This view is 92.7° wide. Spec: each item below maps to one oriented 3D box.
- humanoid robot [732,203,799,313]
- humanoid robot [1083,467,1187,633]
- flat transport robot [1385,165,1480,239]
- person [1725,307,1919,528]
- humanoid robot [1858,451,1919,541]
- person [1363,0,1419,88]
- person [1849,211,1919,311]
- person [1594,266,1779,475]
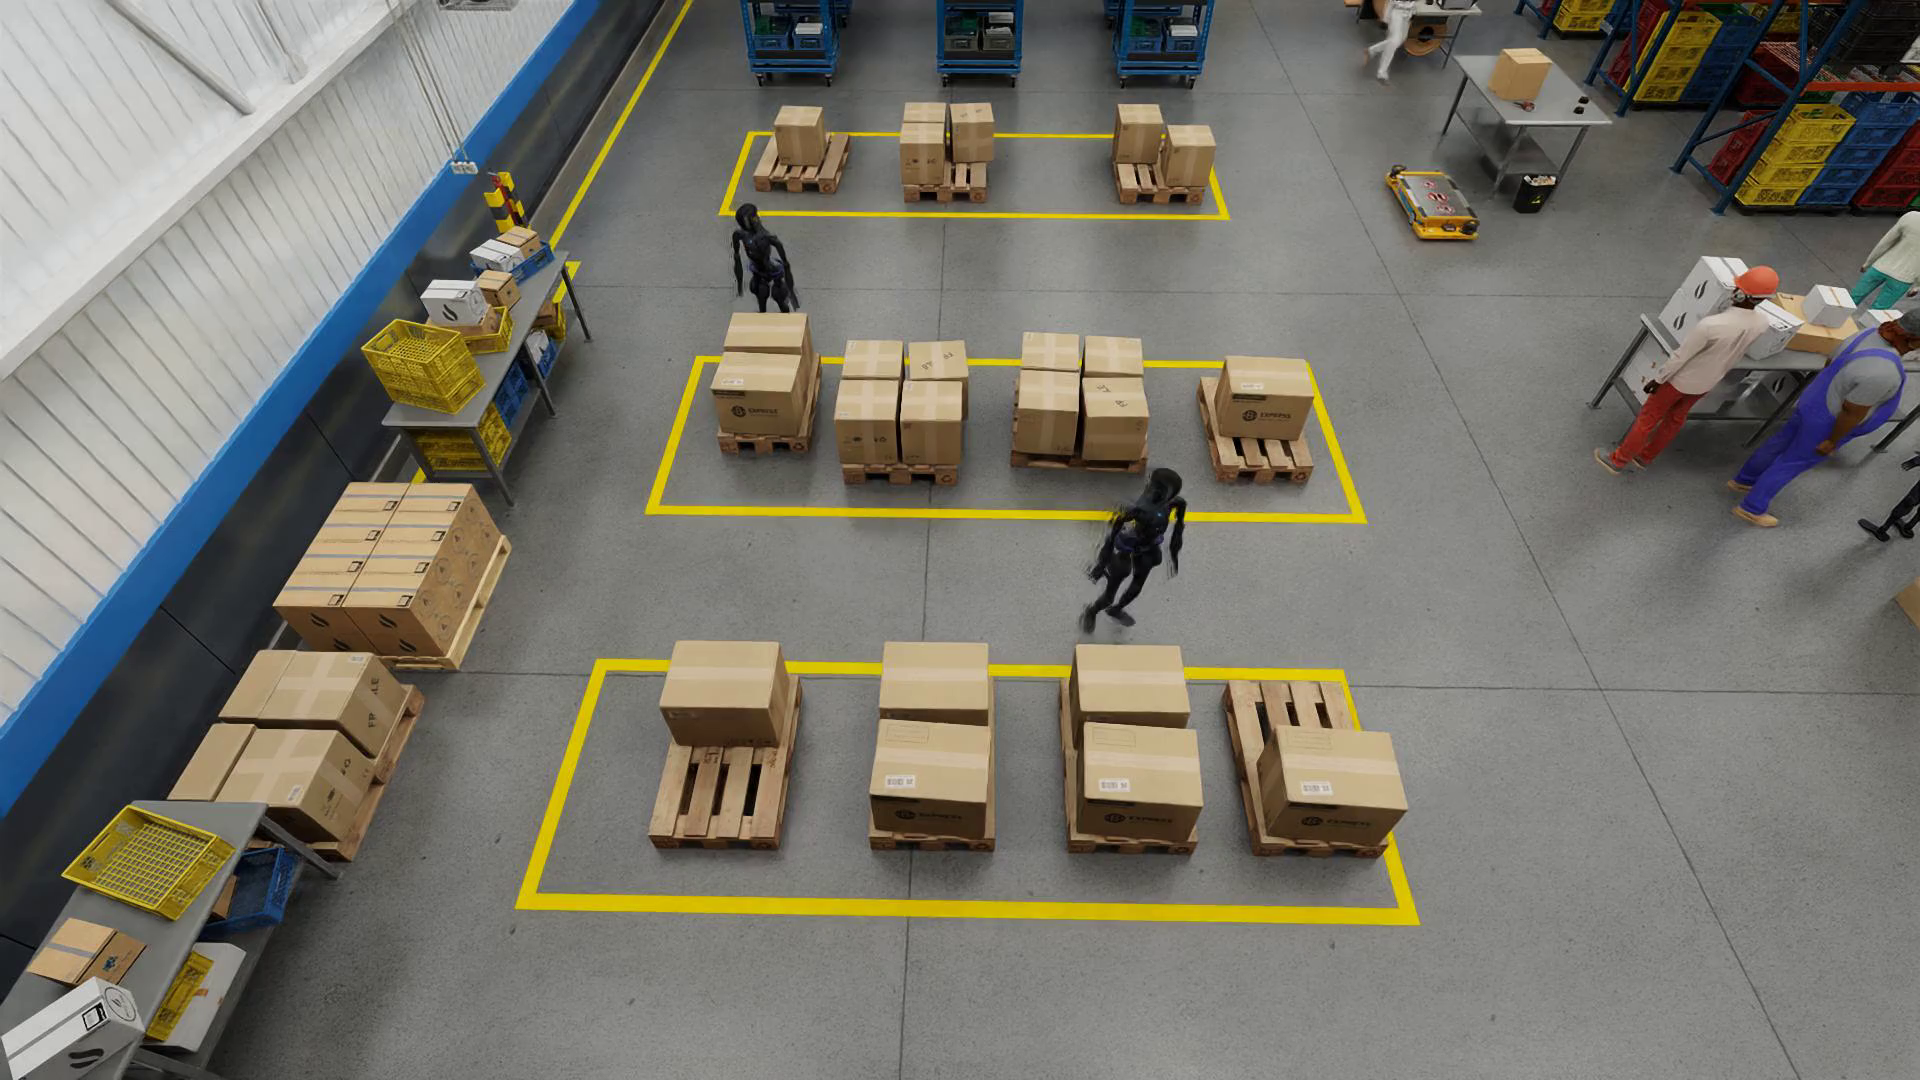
[{"bbox_3d":[-1.837,-2.433,8.716,0.674,1.637,0.396,13,50,11],"label":"humanoid robot"},{"bbox_3d":[1.248,0.123,6.511,0.647,1.632,0.387,-15,51,-13],"label":"humanoid robot"},{"bbox_3d":[5.692,-4.094,11.059,0.652,0.197,1.431,1,49,1],"label":"flat transport robot"},{"bbox_3d":[6.889,-0.971,7.203,0.536,2.000,0.687,18,51,15],"label":"person"},{"bbox_3d":[7.828,-0.653,7.158,0.590,1.657,0.327,-4,49,-4],"label":"humanoid robot"},{"bbox_3d":[6.169,-7.449,12.923,0.589,1.867,0.615,-29,55,-23],"label":"person"},{"bbox_3d":[8.916,-2.544,8.743,0.310,1.767,0.532,-21,52,-17],"label":"person"},{"bbox_3d":[6.018,-1.349,7.570,0.616,1.990,0.394,-7,50,-6],"label":"person"}]
